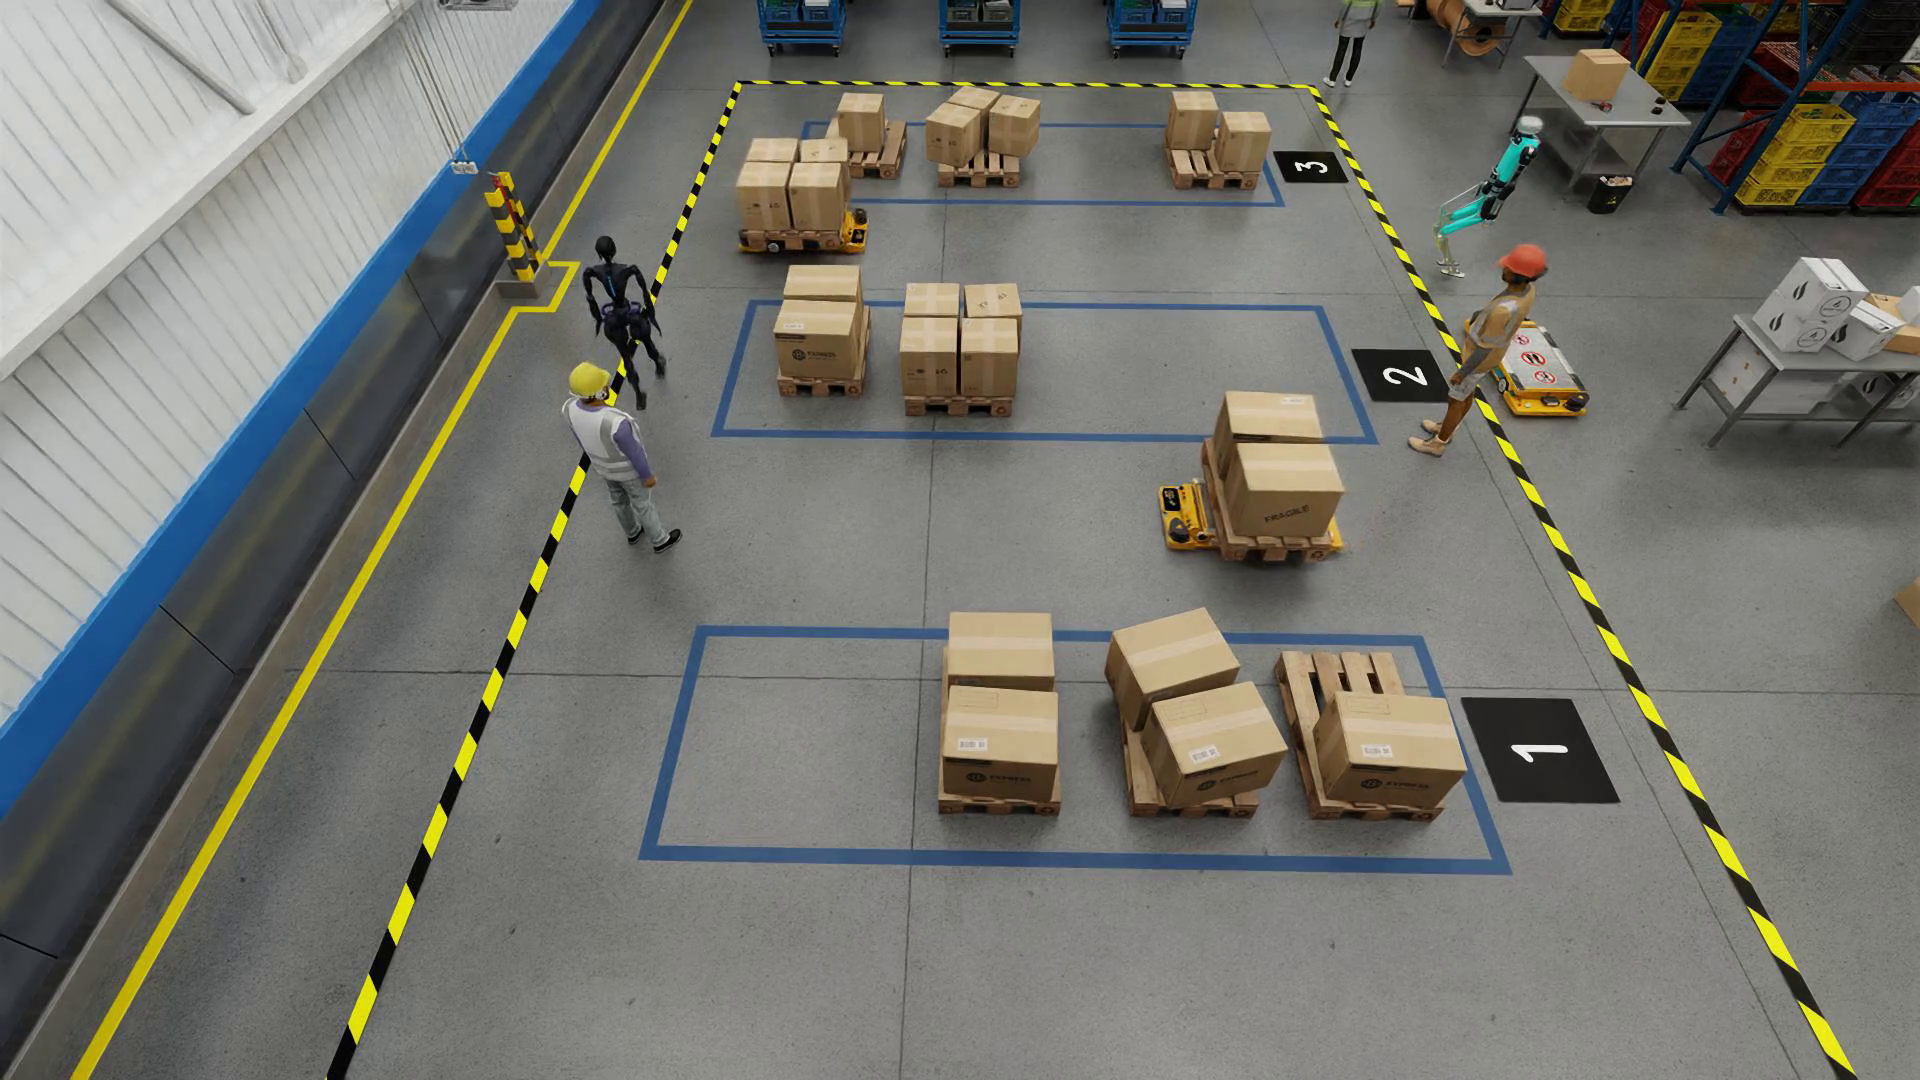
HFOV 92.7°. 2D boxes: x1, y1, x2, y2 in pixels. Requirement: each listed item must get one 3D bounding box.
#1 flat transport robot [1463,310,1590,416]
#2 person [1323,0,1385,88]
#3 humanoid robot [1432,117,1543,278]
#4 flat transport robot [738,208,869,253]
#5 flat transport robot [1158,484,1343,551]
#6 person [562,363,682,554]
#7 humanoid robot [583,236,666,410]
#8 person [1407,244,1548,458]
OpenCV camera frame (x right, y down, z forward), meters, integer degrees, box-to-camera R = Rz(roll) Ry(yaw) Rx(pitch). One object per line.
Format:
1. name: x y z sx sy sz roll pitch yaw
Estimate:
1. flat transport robot: 5.573 -1.757 9.054 0.659 0.231 1.431 1 49 1
2. person: 5.566 -7.330 12.830 0.594 1.852 0.369 0 49 0
3. humanoid robot: 5.360 -3.580 9.572 0.735 1.677 0.533 9 50 8
4. flat transport robot: -1.806 -3.606 10.636 1.431 0.197 0.652 1 49 1
5. flat transport robot: 2.436 -0.224 7.708 1.431 0.197 0.652 1 49 1
6. person: -2.590 -0.601 7.016 0.586 1.837 0.404 20 52 16
7. humanoid robot: -3.072 -2.044 8.391 0.590 1.630 0.735 -7 49 -6
8. person: 4.351 -1.555 7.705 0.366 2.048 0.606 35 57 26
